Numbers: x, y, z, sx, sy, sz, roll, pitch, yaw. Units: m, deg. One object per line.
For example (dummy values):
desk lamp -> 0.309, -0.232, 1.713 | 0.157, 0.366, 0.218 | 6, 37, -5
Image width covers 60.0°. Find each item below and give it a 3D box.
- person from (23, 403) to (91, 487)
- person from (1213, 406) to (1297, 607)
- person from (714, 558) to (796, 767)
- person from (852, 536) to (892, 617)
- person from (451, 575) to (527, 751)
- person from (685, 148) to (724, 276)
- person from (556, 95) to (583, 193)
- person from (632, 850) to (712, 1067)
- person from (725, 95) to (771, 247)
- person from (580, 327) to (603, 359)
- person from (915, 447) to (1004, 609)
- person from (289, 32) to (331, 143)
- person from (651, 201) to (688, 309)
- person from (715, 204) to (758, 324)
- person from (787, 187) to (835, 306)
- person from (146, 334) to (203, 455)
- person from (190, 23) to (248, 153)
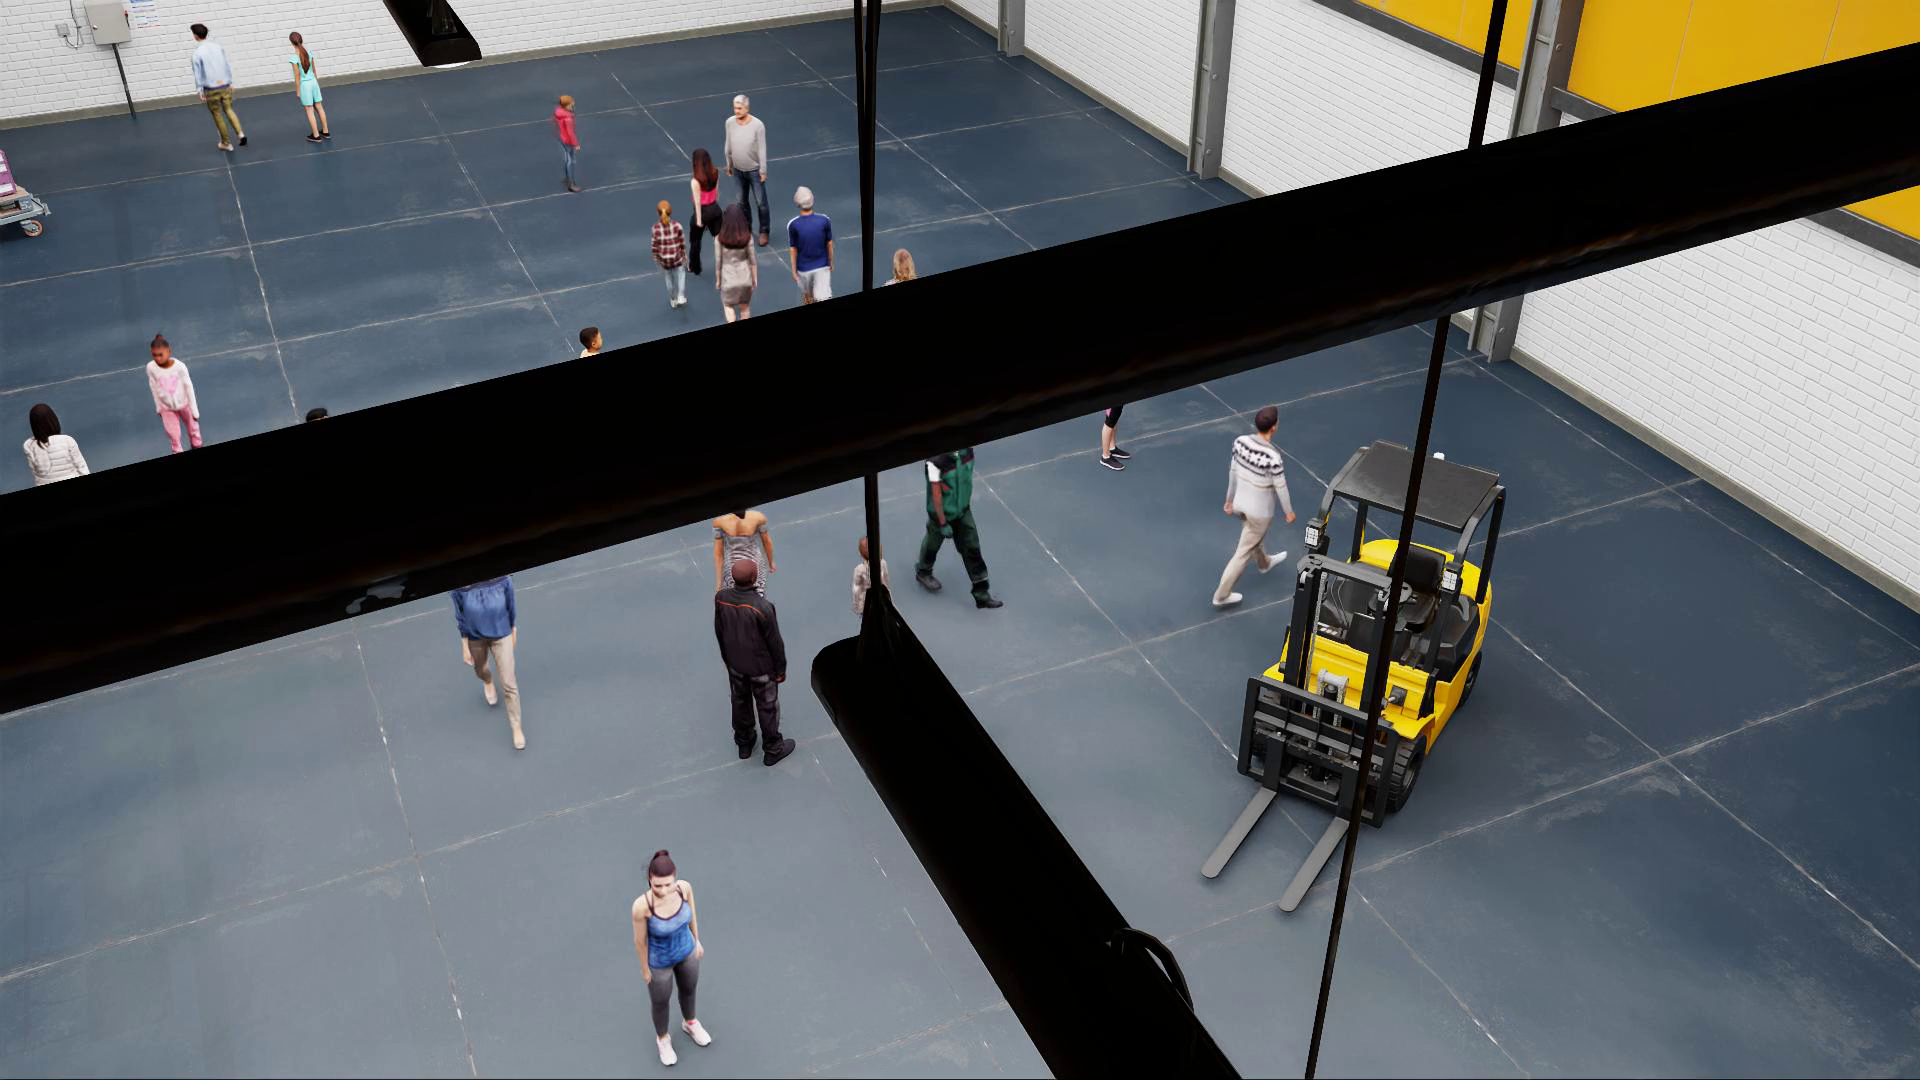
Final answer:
person -> -7.895, -0.453, 14.644 | 0.643, 1.636, 0.605 | -8, 35, -12
person -> 2.439, -0.232, 14.163 | 0.864, 1.802, 1.177 | -19, 38, -26
person -> -1.562, 0.899, 12.440 | 0.789, 1.825, 0.856 | 13, 36, 18
person -> -0.698, 0.506, 13.605 | 0.492, 1.189, 0.640 | -15, 37, -22
person -> -3.652, 0.737, 12.825 | 0.735, 1.667, 1.136 | -9, 35, -13
person -> -2.934, -3.813, 19.709 | 1.145, 1.625, 0.931 | 23, 40, 30
person -> -5.283, -5.366, 22.340 | 0.776, 1.301, 0.479 | -17, 37, -24
person -> -1.768, 2.537, 10.171 | 0.601, 1.609, 0.575 | -22, 40, -30
person -> -2.628, -4.619, 20.672 | 0.807, 1.901, 0.882 | 13, 36, 19
person -> -3.528, -1.409, 16.241 | 0.637, 1.461, 0.500 | -25, 41, -32
person -> -0.162, -0.254, 14.216 | 0.929, 1.780, 1.268 | -27, 42, -35
person -> -9.335, -6.495, 23.805 | 0.676, 1.558, 0.641 | 20, 39, 28
person -> -3.337, -3.270, 19.186 | 0.608, 1.301, 0.608 | -4, 34, -5
person -> -2.418, -2.765, 18.032 | 0.708, 1.737, 0.822 | -6, 34, -9
person -> -1.593, -2.938, 18.241 | 0.876, 1.794, 1.245 | -4, 34, -6
person -> -7.618, -1.360, 16.196 | 0.704, 1.429, 0.908 | -6, 34, -9
person -> -10.392, -6.328, 23.334 | 0.933, 1.802, 0.872 | 22, 39, 29
